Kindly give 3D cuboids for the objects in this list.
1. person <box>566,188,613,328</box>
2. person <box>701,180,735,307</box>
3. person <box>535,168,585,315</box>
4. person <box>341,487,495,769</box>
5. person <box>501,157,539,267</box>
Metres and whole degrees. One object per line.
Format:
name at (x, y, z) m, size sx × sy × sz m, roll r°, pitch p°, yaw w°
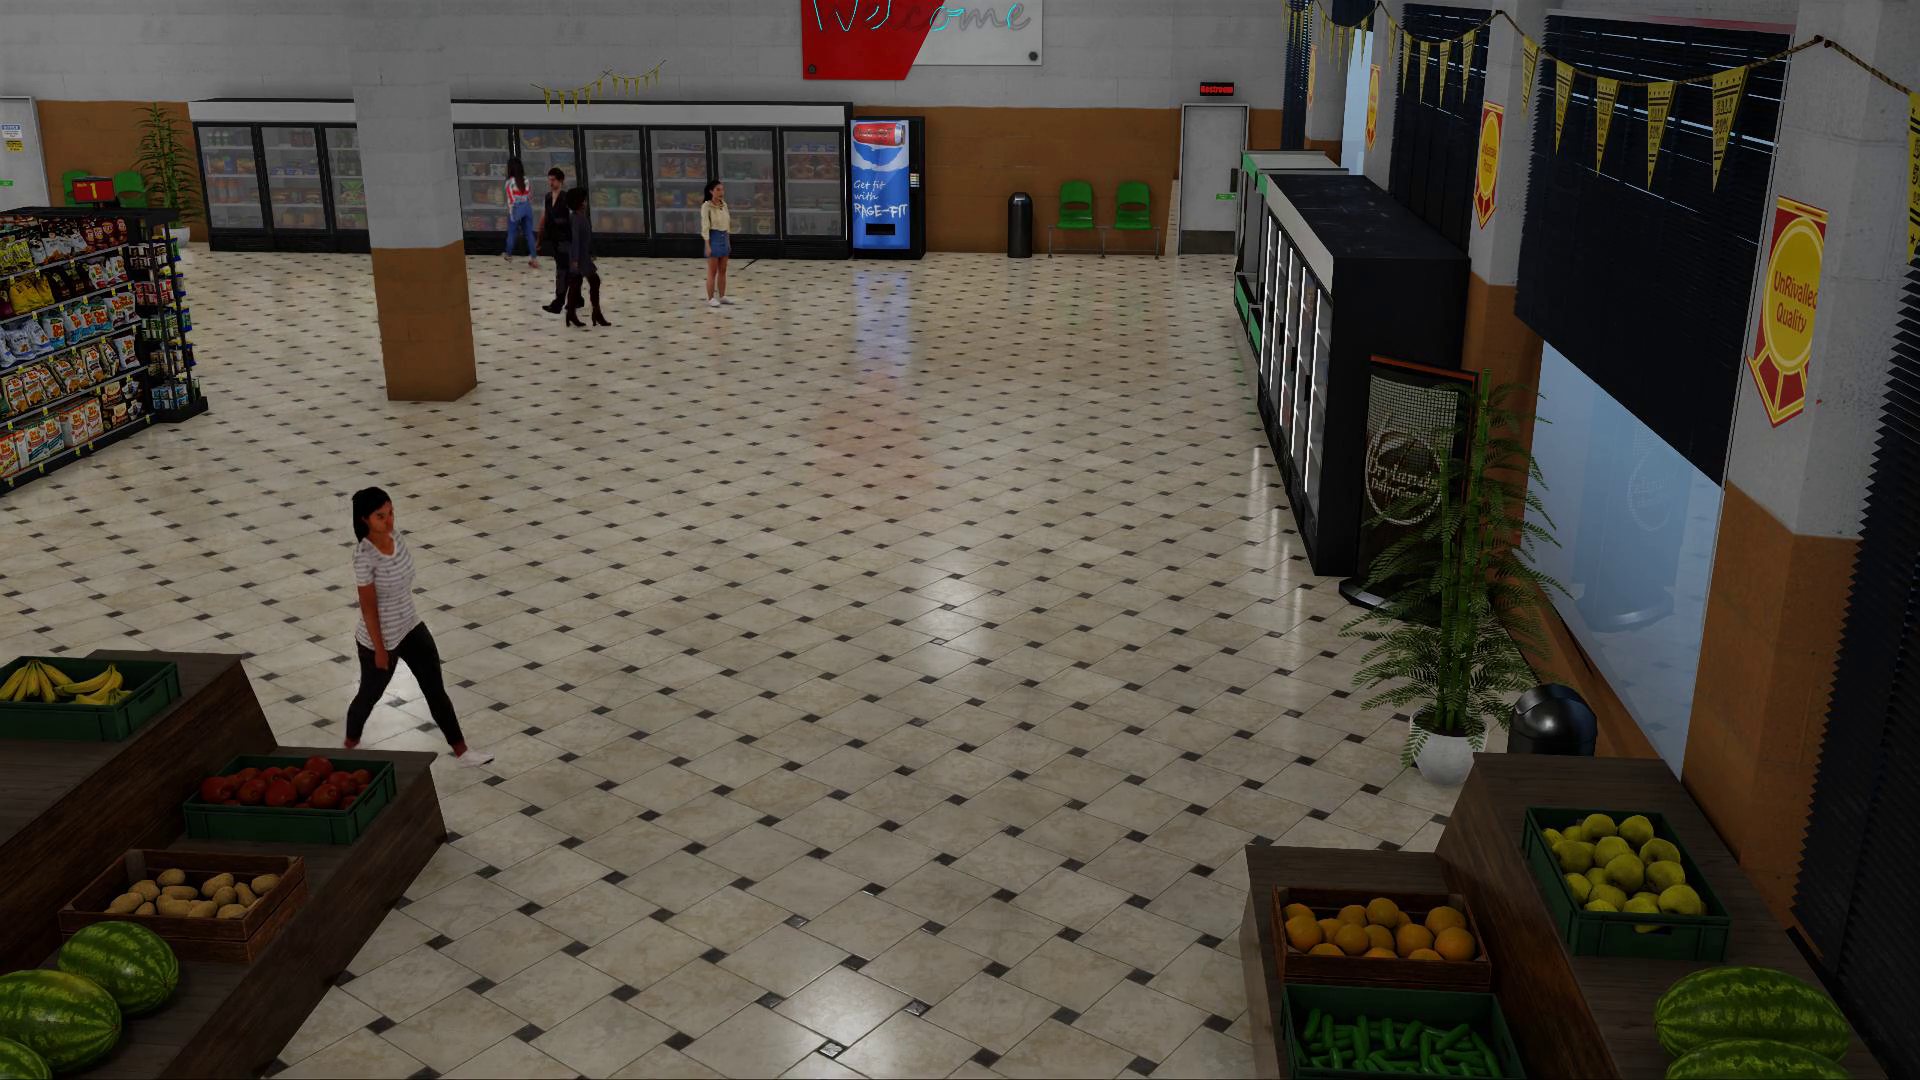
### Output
person at (-4.724, -3.430, 20.316) m, size 0.762 × 1.692 × 0.787 m, roll -4°, pitch 19°, yaw -11°
person at (-3.188, -3.883, 21.756) m, size 0.775 × 1.631 × 0.648 m, roll 12°, pitch 22°, yaw 32°
person at (-5.021, -3.813, 21.261) m, size 1.004 × 1.814 × 1.190 m, roll 13°, pitch 22°, yaw 33°
person at (-3.081, 0.522, 8.759) m, size 0.768 × 1.588 × 1.091 m, roll 4°, pitch 19°, yaw 13°
person at (-6.475, -4.837, 24.679) m, size 1.026 × 1.570 × 1.070 m, roll -16°, pitch 25°, yaw -40°
